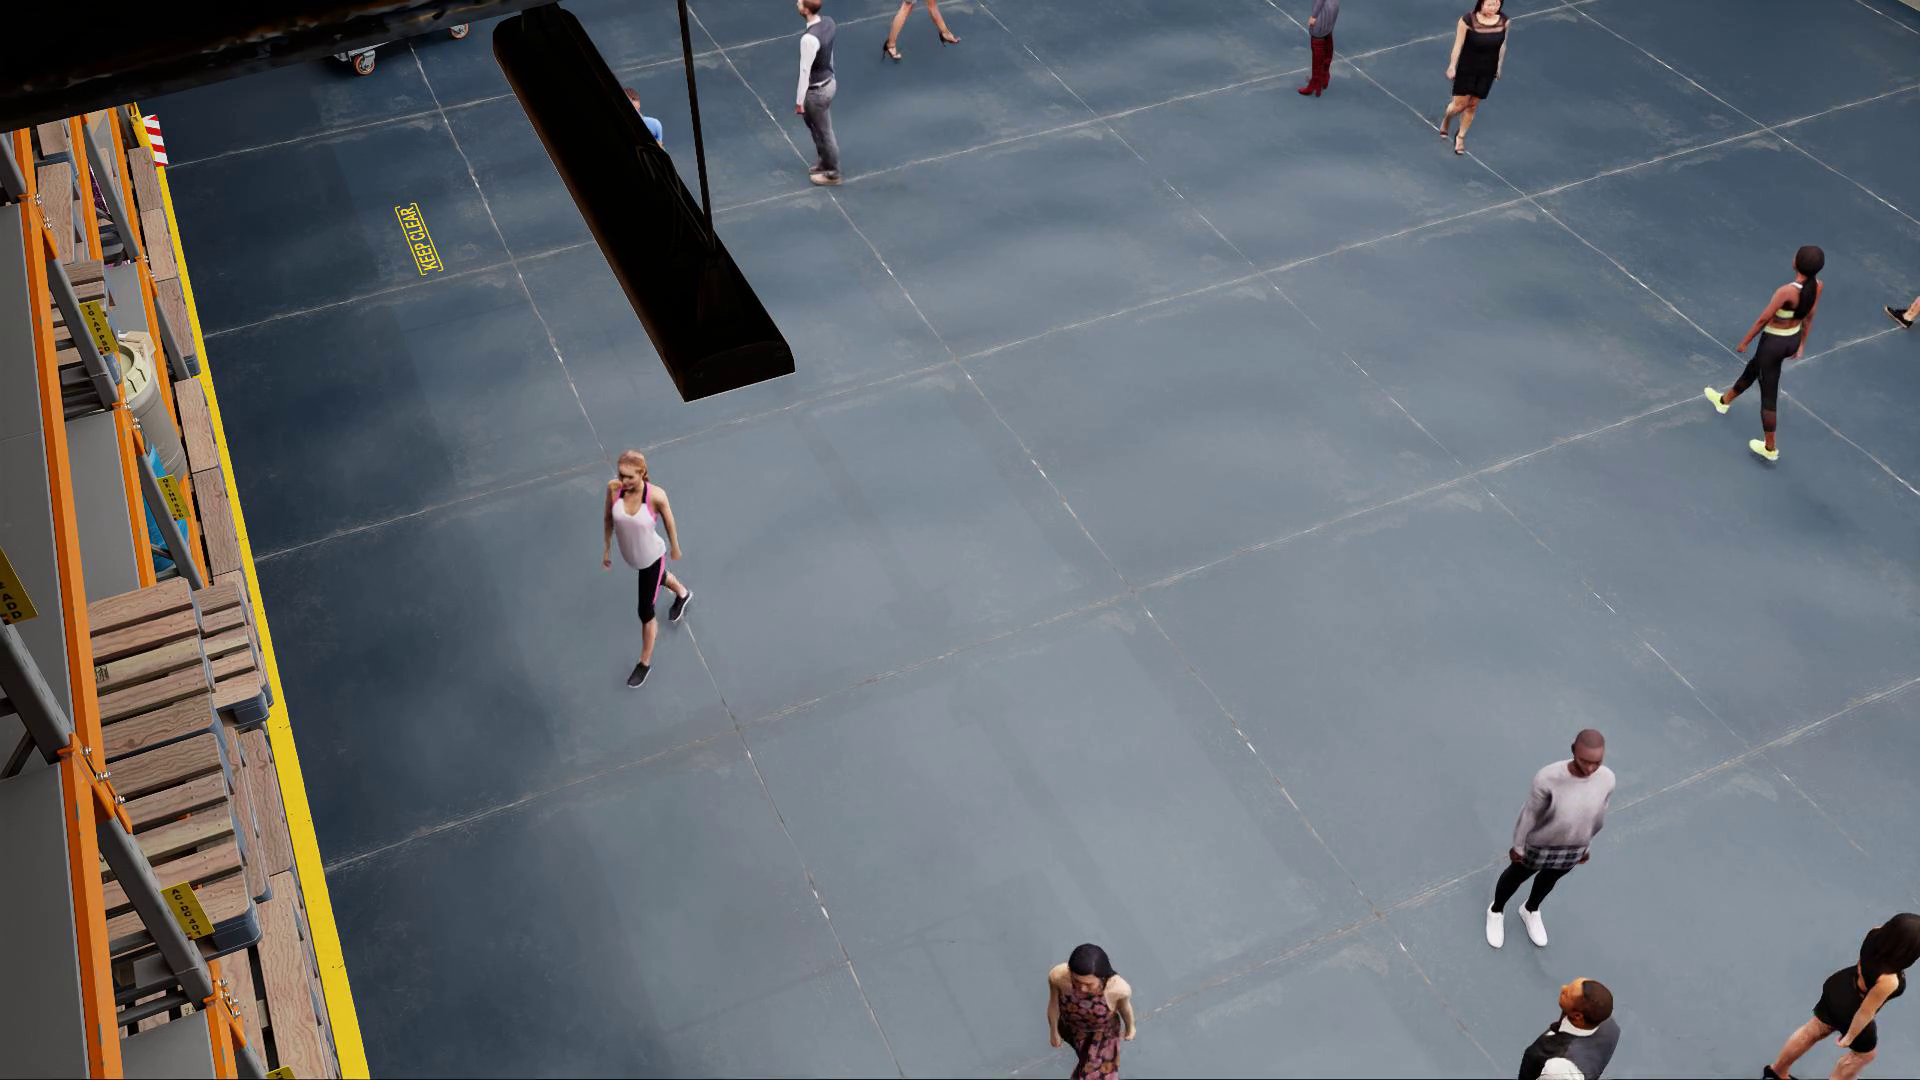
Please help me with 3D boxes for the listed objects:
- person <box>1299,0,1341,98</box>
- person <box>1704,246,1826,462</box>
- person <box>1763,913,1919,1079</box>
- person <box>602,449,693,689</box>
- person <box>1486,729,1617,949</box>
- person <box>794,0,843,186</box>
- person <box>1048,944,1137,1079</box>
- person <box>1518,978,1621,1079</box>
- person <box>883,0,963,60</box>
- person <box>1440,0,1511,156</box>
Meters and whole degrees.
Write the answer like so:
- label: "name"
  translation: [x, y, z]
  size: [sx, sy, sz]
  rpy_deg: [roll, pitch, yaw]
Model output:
- label: "person"
  translation: [3.647, -5.277, 16.619]
  size: [0.660, 1.708, 0.661]
  rpy_deg: [27, 50, 26]
- label: "person"
  translation: [6.194, -1.376, 12.527]
  size: [0.652, 1.706, 1.146]
  rpy_deg: [-13, 45, -13]
- label: "person"
  translation: [4.510, 2.404, 8.609]
  size: [0.793, 1.636, 0.749]
  rpy_deg: [6, 44, 6]
- label: "person"
  translation: [-2.051, 0.037, 11.017]
  size: [1.144, 1.743, 1.155]
  rpy_deg: [17, 46, 17]
- label: "person"
  translation: [3.314, 1.655, 9.298]
  size: [0.686, 1.771, 0.655]
  rpy_deg: [-1, 44, -1]
- label: "person"
  translation: [-1.204, -4.114, 15.242]
  size: [0.857, 1.926, 0.781]
  rpy_deg: [11, 45, 11]
- label: "person"
  translation: [0.676, 2.453, 8.504]
  size: [1.162, 1.711, 1.207]
  rpy_deg: [11, 45, 12]
- label: "person"
  translation: [2.894, 2.774, 8.030]
  size: [1.100, 1.900, 0.929]
  rpy_deg: [32, 52, 29]
- label: "person"
  translation: [-0.526, -5.771, 17.092]
  size: [0.788, 1.772, 1.077]
  rpy_deg: [-11, 45, -11]
- label: "person"
  translation: [4.864, -4.482, 15.788]
  size: [0.752, 1.705, 0.795]
  rpy_deg: [-3, 44, -3]
